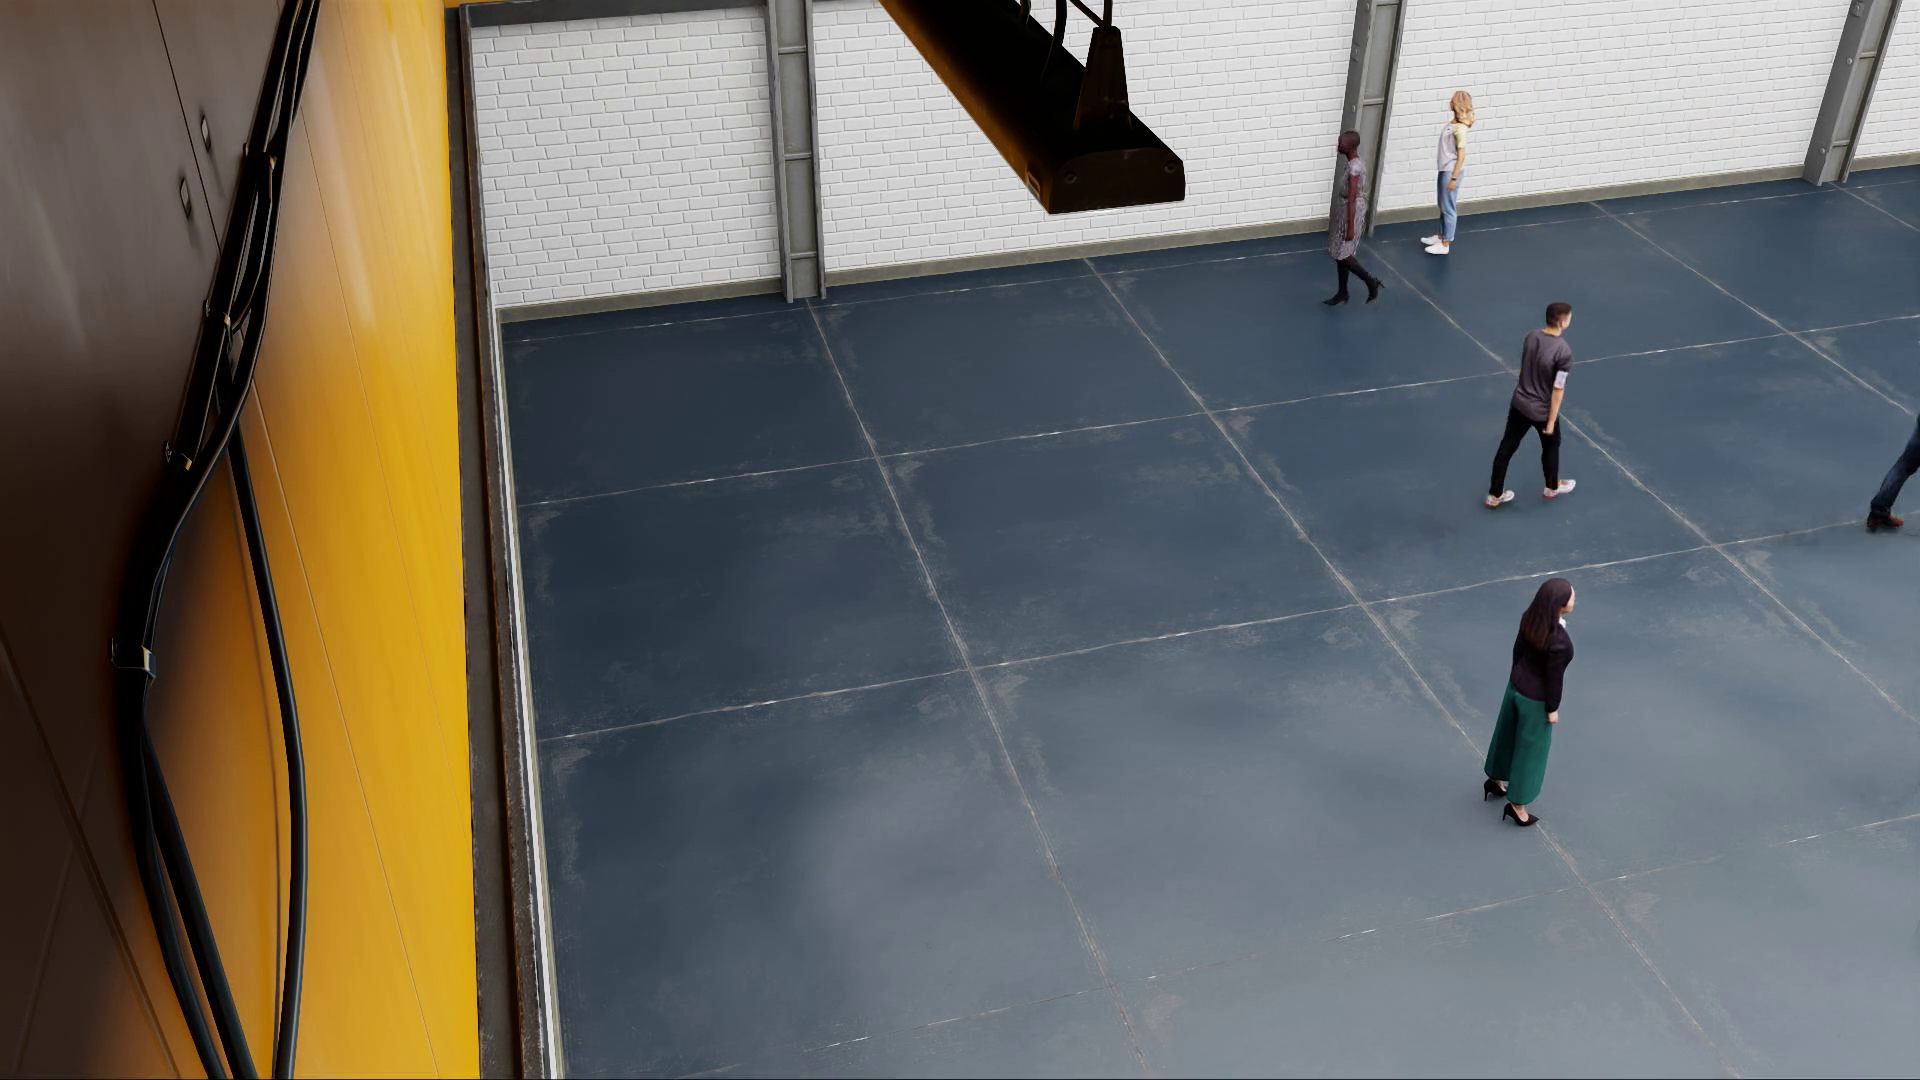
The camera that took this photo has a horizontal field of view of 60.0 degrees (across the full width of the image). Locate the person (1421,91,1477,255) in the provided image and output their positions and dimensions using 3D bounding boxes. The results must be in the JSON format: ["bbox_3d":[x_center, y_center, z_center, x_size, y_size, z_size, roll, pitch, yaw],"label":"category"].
[{"bbox_3d":[5.070,-3.788,17.140,0.673,1.724,0.697,4,34,6],"label":"person"}]

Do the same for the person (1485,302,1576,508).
[{"bbox_3d":[4.398,-1.006,12.945,1.051,1.734,0.794,-17,37,-24],"label":"person"}]

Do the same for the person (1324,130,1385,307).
[{"bbox_3d":[3.817,-3.033,15.968,0.980,1.765,0.869,7,34,10],"label":"person"}]

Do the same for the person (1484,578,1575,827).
[{"bbox_3d":[3.433,0.958,9.986,0.500,1.740,0.611,-8,34,-12],"label":"person"}]
